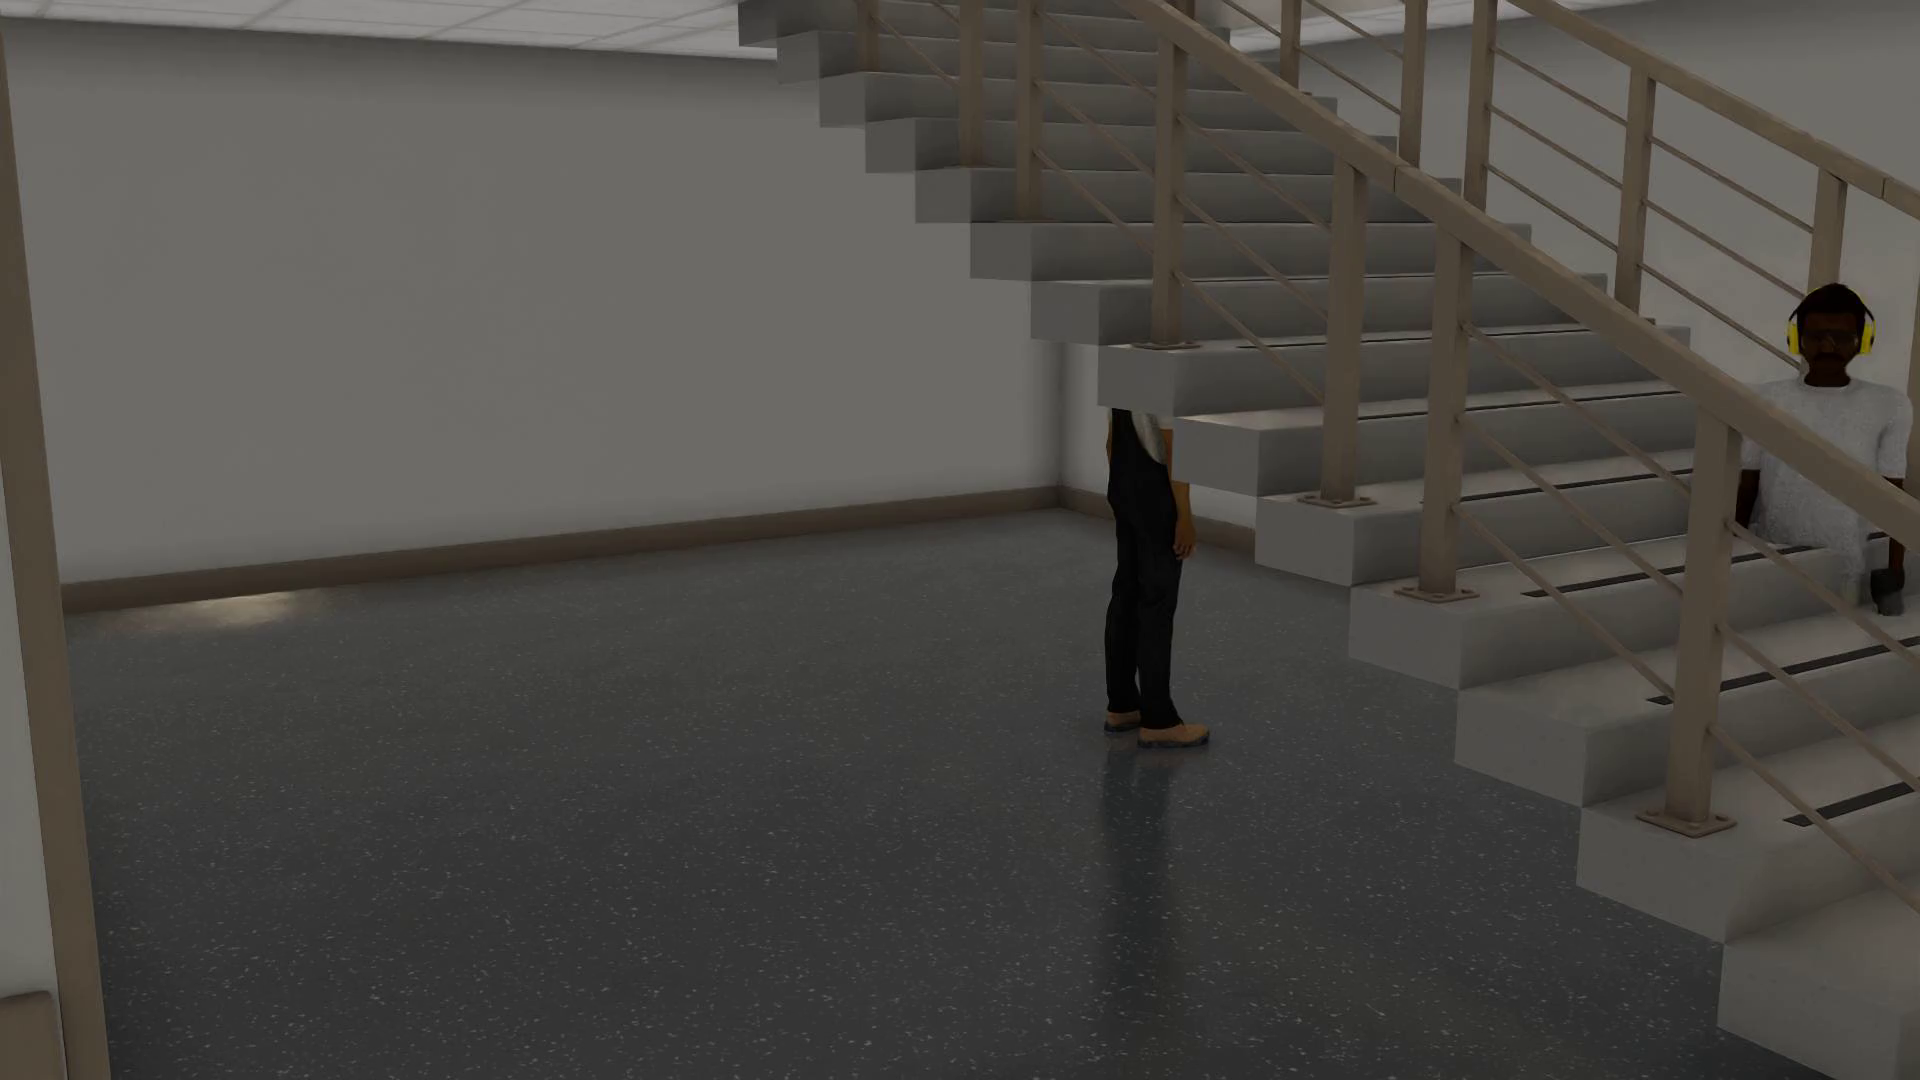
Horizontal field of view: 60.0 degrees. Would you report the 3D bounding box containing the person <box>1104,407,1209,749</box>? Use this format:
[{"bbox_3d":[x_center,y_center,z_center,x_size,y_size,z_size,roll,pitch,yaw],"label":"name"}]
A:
[{"bbox_3d":[0.751,-0.117,6.469,0.345,1.847,0.506,-5,12,-23],"label":"person"}]

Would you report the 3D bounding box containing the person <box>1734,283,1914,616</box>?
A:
[{"bbox_3d":[2.740,0.101,5.343,0.533,1.844,0.777,6,12,29],"label":"person"}]
